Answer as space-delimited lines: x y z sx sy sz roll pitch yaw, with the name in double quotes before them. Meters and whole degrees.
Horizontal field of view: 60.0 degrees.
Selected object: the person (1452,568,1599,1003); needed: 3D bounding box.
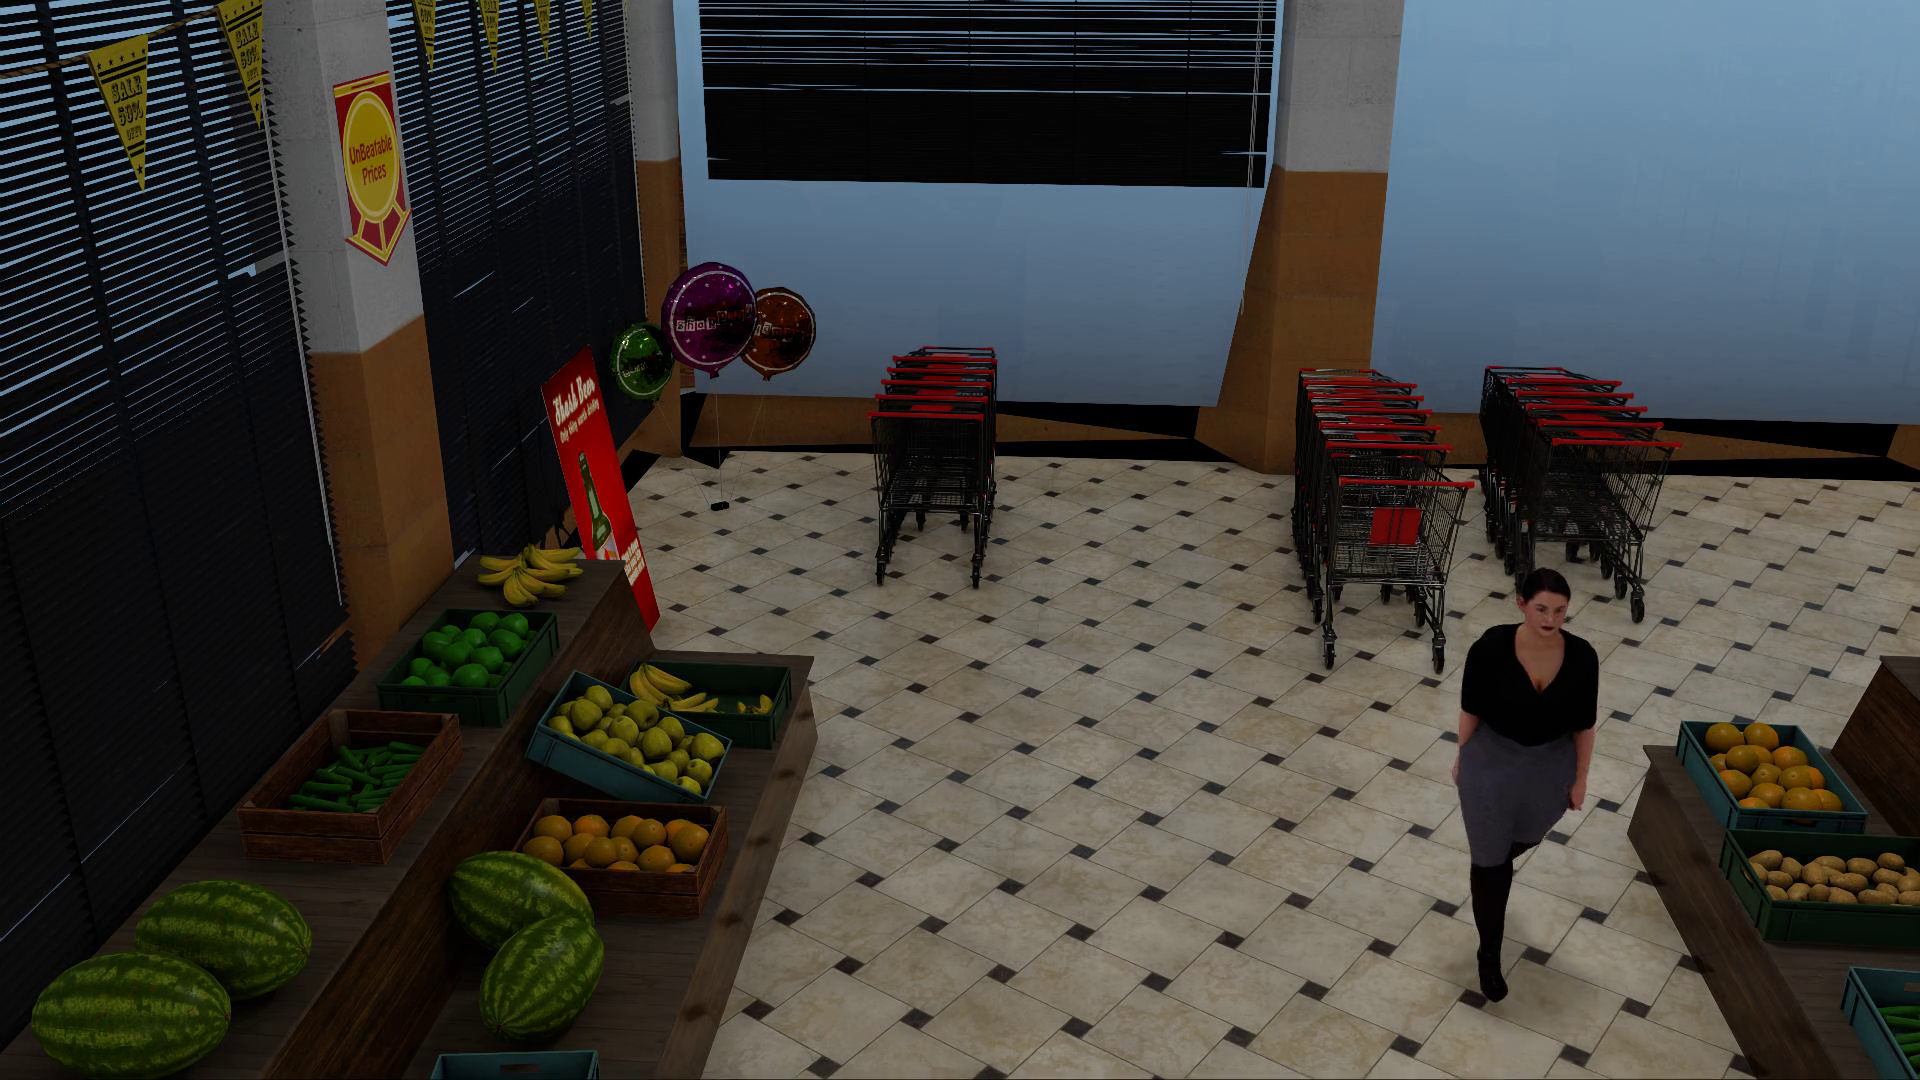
"person" 2.196 0.890 6.598 0.654 1.724 1.097 2 22 5
